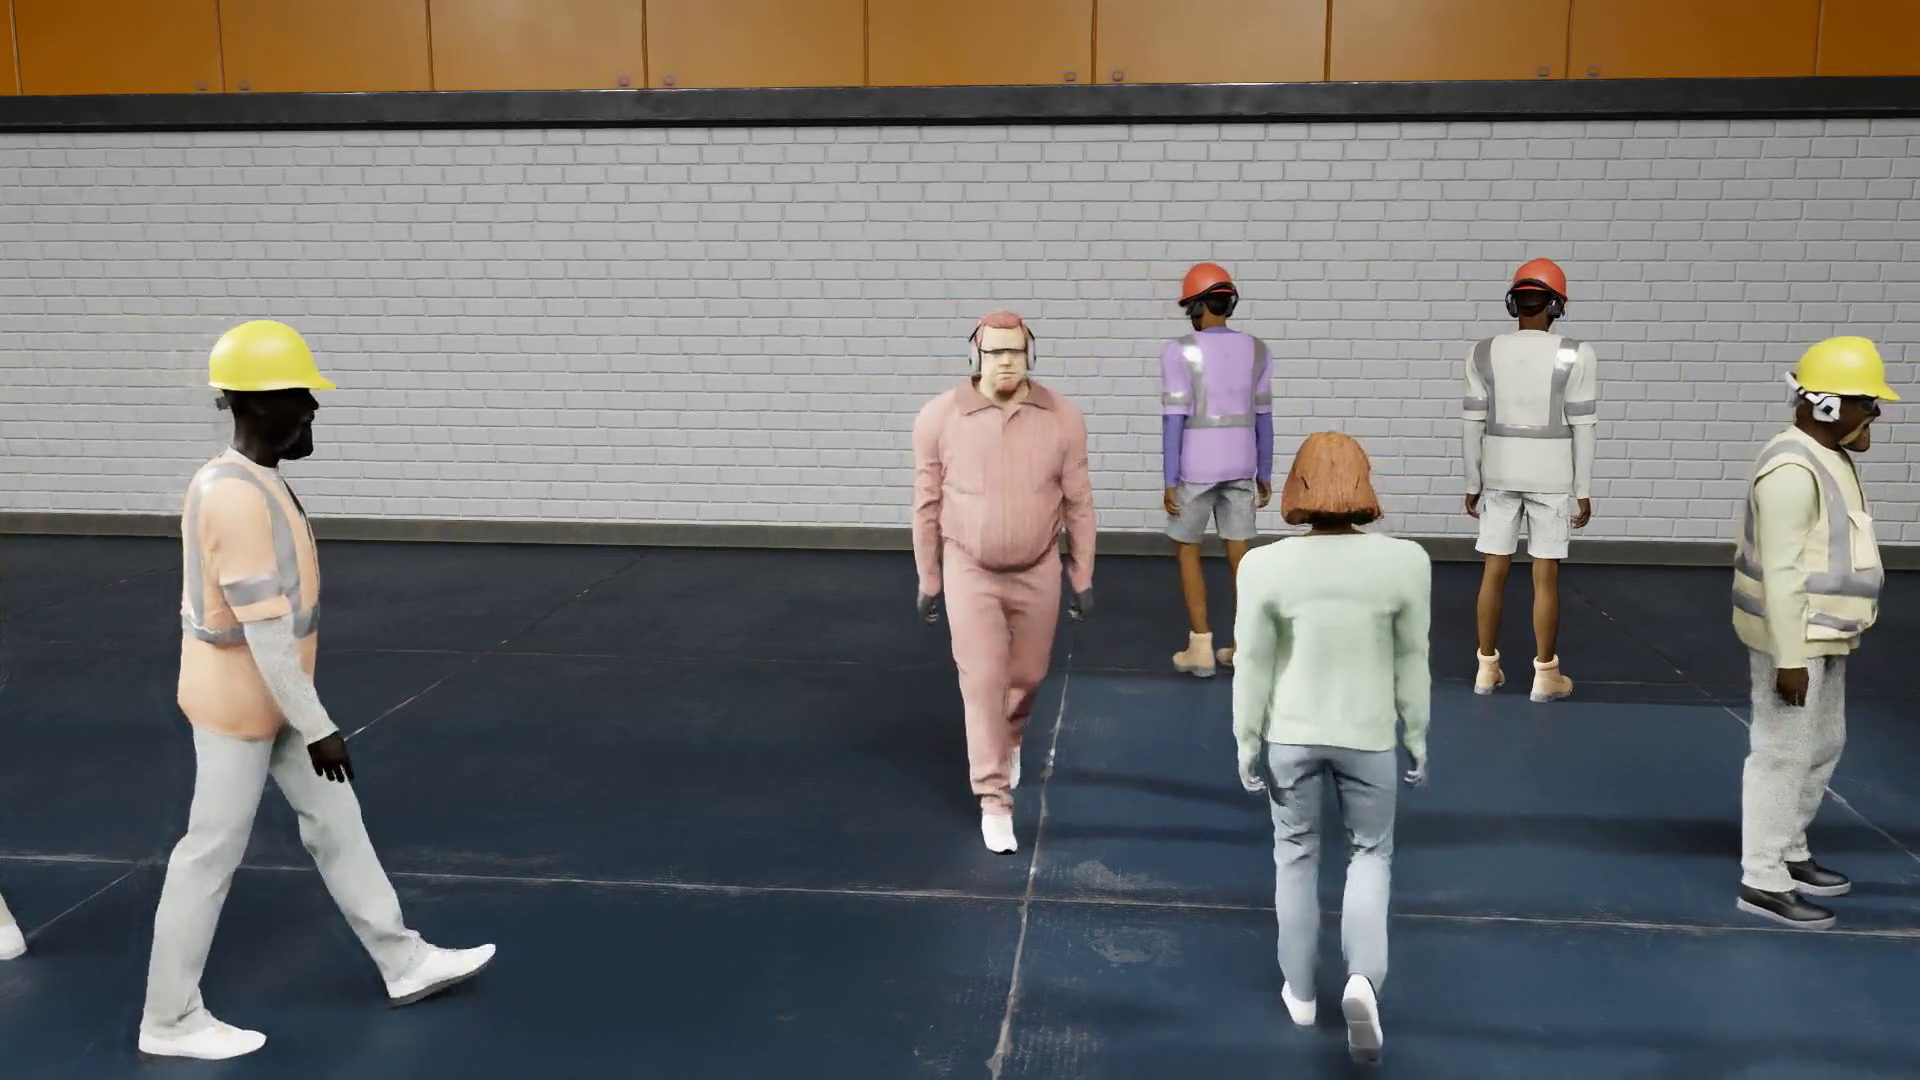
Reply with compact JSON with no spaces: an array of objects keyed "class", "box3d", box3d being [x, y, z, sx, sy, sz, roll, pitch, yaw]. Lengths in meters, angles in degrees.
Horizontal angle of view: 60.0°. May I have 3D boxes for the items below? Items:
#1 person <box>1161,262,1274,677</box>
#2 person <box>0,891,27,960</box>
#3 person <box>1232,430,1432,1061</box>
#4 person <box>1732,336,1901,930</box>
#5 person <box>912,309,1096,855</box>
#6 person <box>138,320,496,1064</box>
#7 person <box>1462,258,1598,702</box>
[{"class":"person","box3d":[1.252,-0.346,8.184,0.649,2.017,0.503,-4,11,-20]},{"class":"person","box3d":[-3.197,0.336,4.808,0.949,1.820,0.530,2,10,9]},{"class":"person","box3d":[0.948,0.531,4.262,0.516,1.616,0.566,2,10,10]},{"class":"person","box3d":[2.605,0.284,5.135,0.404,1.821,0.611,8,13,38]},{"class":"person","box3d":[0.153,0.098,6.038,0.664,1.874,0.916,-2,10,-9]},{"class":"person","box3d":[-1.699,0.395,4.263,0.957,1.886,0.589,-3,10,-15]},{"class":"person","box3d":[2.623,-0.272,7.686,0.605,2.036,0.383,7,12,34]}]
